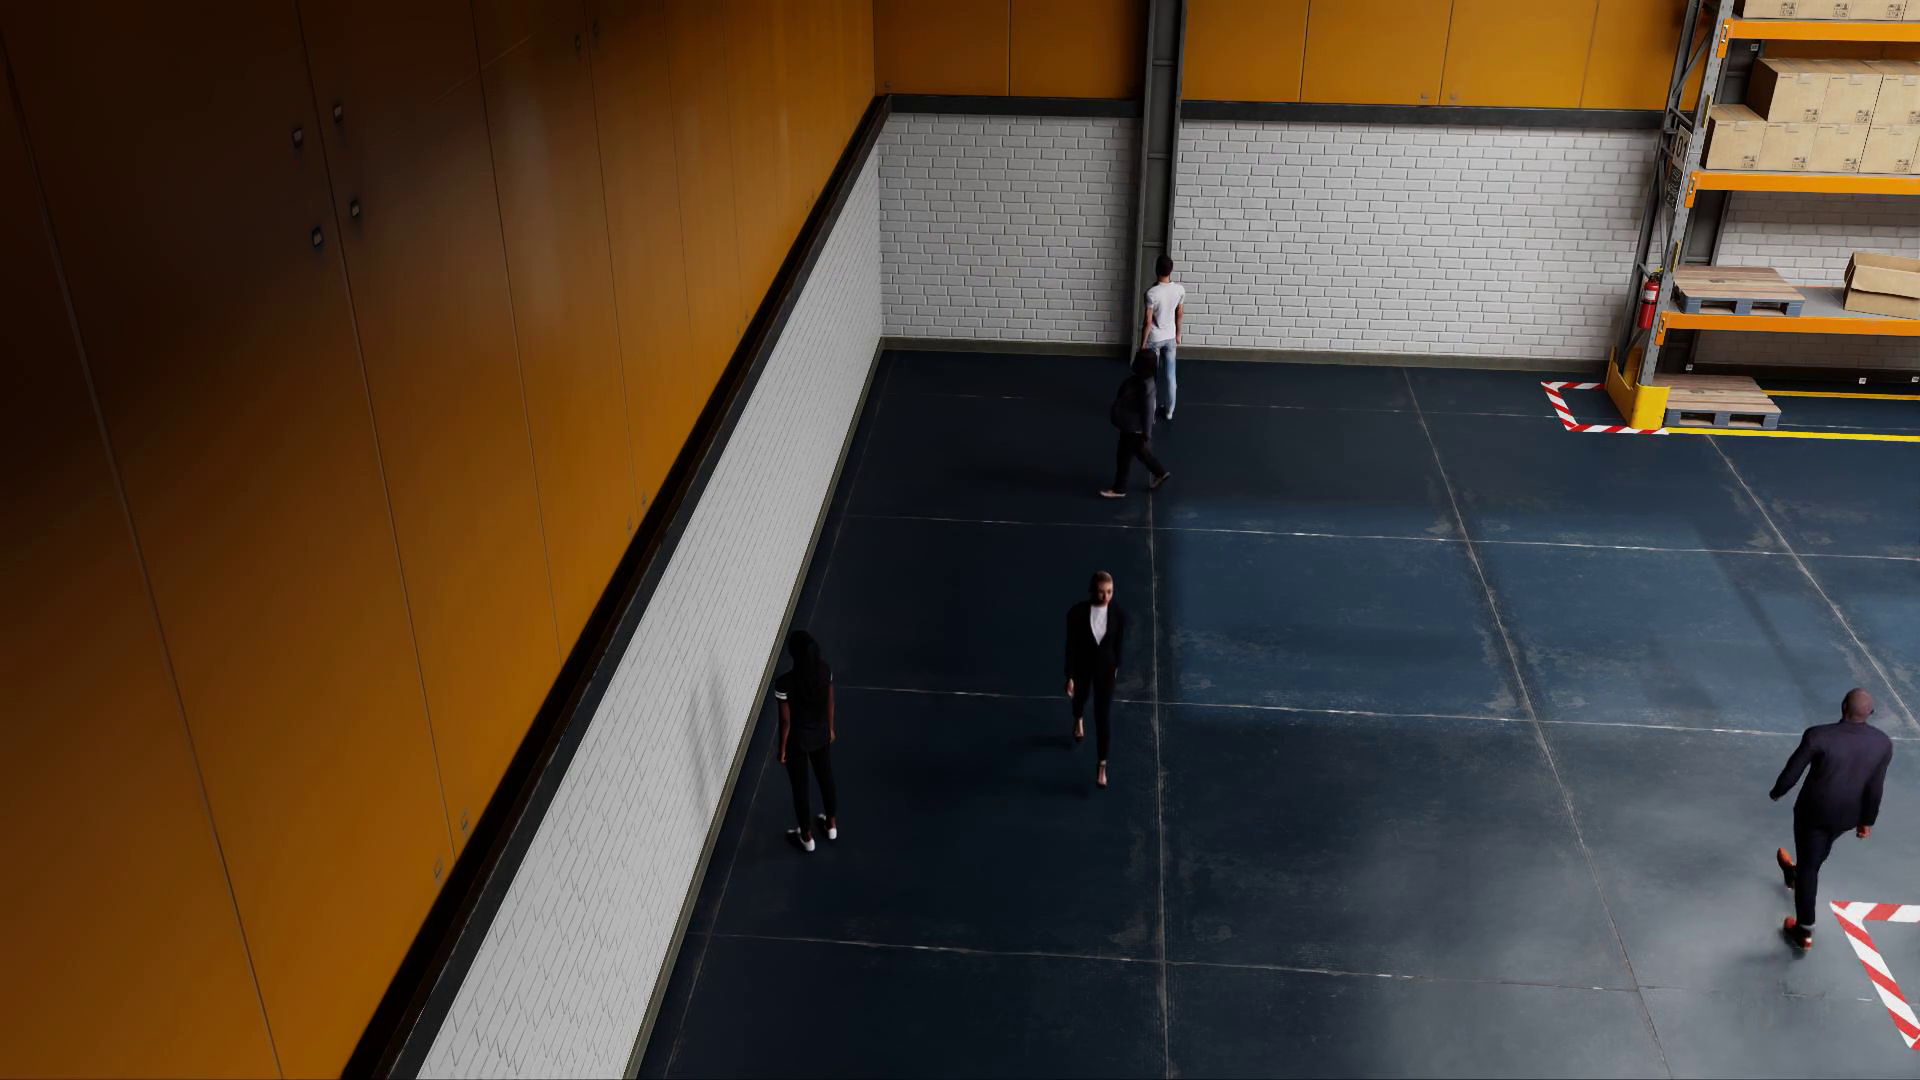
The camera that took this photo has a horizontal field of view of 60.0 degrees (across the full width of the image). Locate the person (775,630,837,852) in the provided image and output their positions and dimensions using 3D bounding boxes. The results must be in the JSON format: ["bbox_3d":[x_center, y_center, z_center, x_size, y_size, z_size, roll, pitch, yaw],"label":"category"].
[{"bbox_3d":[-1.063,1.373,11.518,0.690,1.729,0.757,-20,35,-33],"label":"person"}]

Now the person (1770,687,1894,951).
[{"bbox_3d":[5.574,1.822,10.650,1.051,1.773,0.808,0,29,0],"label":"person"}]

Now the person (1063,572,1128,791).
[{"bbox_3d":[0.962,0.945,12.372,1.045,1.664,0.769,-1,29,-2],"label":"person"}]

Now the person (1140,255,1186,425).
[{"bbox_3d":[2.156,-2.151,17.852,0.670,1.851,0.789,-14,31,-23],"label":"person"}]

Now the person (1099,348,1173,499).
[{"bbox_3d":[1.785,-1.150,16.296,0.923,1.584,0.670,2,29,4],"label":"person"}]
